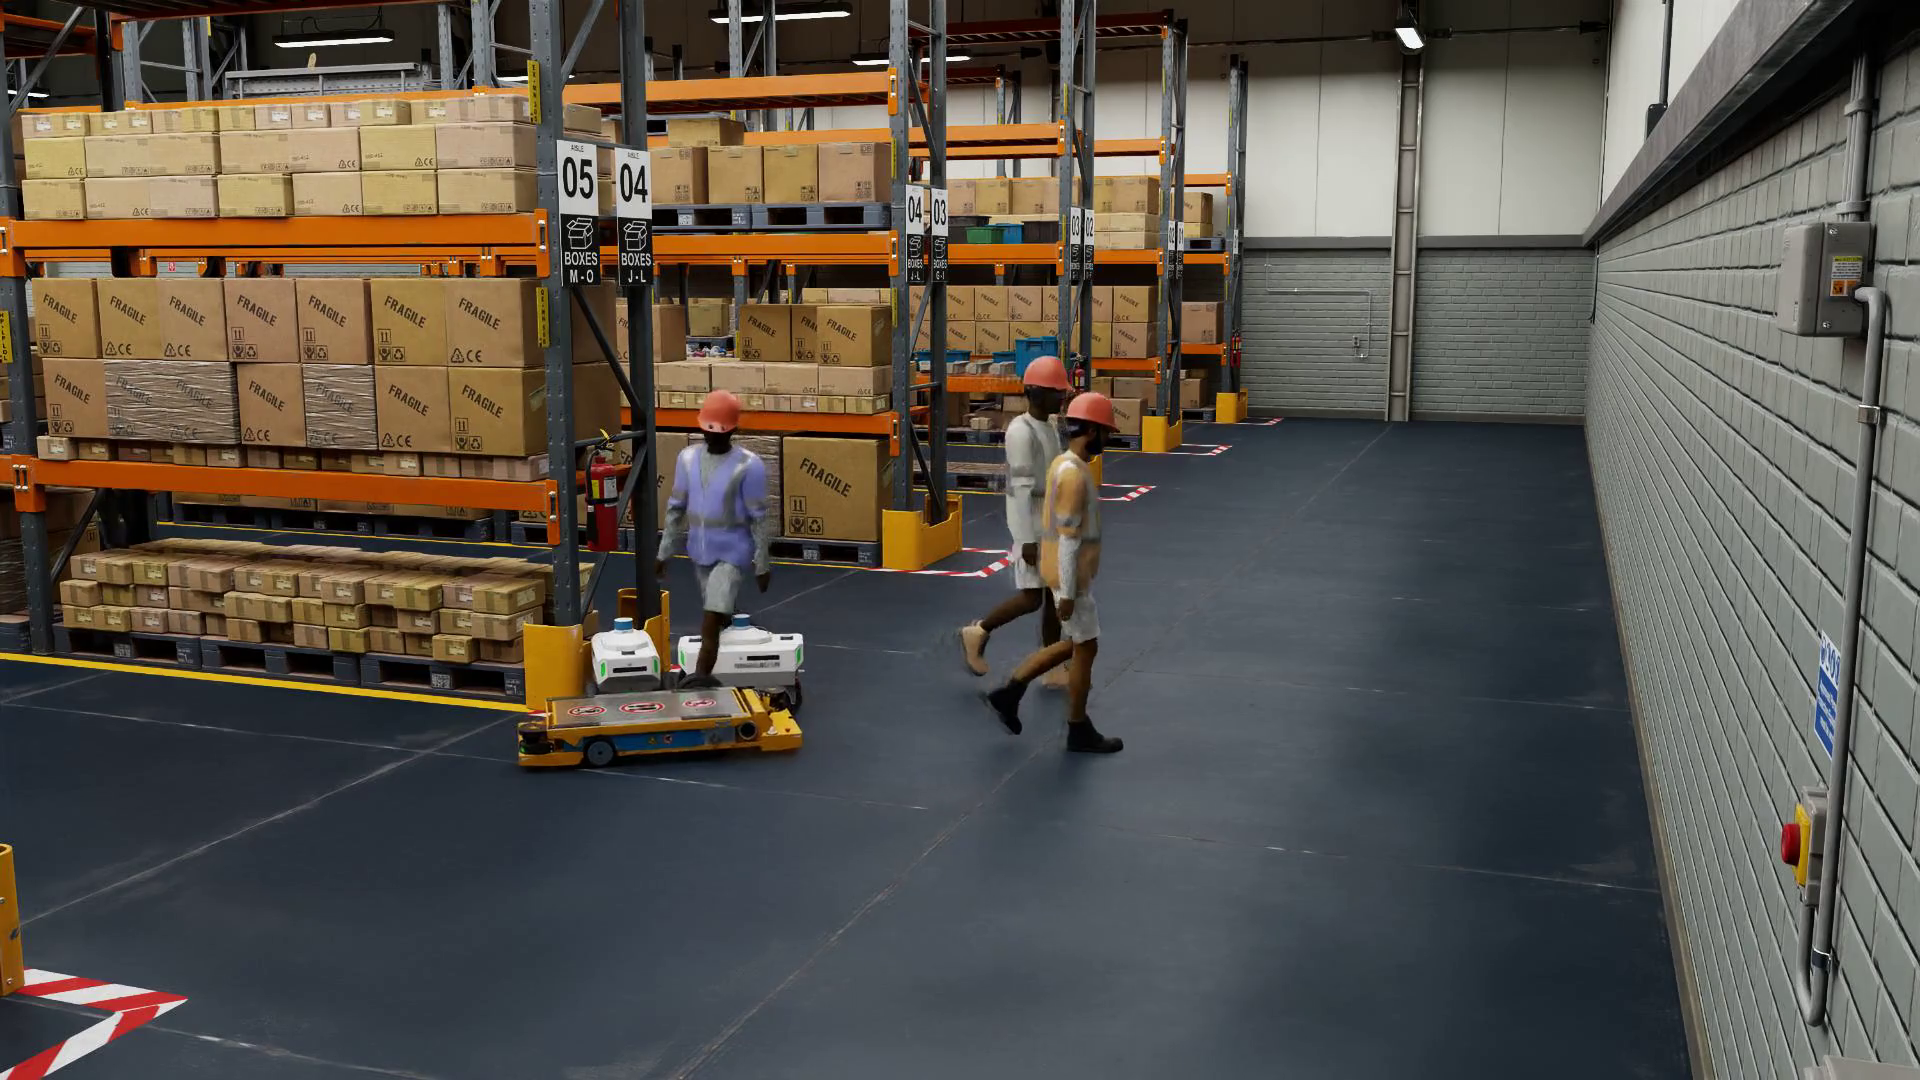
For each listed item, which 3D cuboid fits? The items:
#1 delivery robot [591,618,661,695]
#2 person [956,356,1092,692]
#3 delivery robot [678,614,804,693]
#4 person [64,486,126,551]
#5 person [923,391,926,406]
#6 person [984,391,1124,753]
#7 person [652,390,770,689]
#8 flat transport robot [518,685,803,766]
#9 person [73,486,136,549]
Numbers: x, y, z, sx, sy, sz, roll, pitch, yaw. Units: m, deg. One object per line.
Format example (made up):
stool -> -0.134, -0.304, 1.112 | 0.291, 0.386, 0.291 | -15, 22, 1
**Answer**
delivery robot -> -1.892, 0.682, 9.393 | 0.477, 0.478, 0.707 | -2, 9, -15
person -> 0.398, -0.087, 9.904 | 0.759, 2.023, 0.617 | 4, 10, 25
delivery robot -> -1.245, 0.667, 9.490 | 0.707, 0.478, 0.477 | -1, 9, -7
person -> -6.747, -0.468, 13.005 | 0.662, 1.807, 0.342 | 5, 10, 27
person -> -0.659, -2.793, 27.043 | 0.468, 1.953, 0.623 | 5, 11, 30
person -> 0.511, 0.179, 8.621 | 0.634, 1.907, 0.550 | 0, 9, 0
person -> -1.354, 0.073, 9.406 | 0.645, 1.875, 1.003 | 5, 10, 29
flat transport robot -> -1.592, 0.969, 8.782 | 1.431, 0.197, 0.652 | -2, 9, -14
person -> -7.646, -0.808, 14.624 | 0.939, 1.954, 0.623 | 2, 9, 13
